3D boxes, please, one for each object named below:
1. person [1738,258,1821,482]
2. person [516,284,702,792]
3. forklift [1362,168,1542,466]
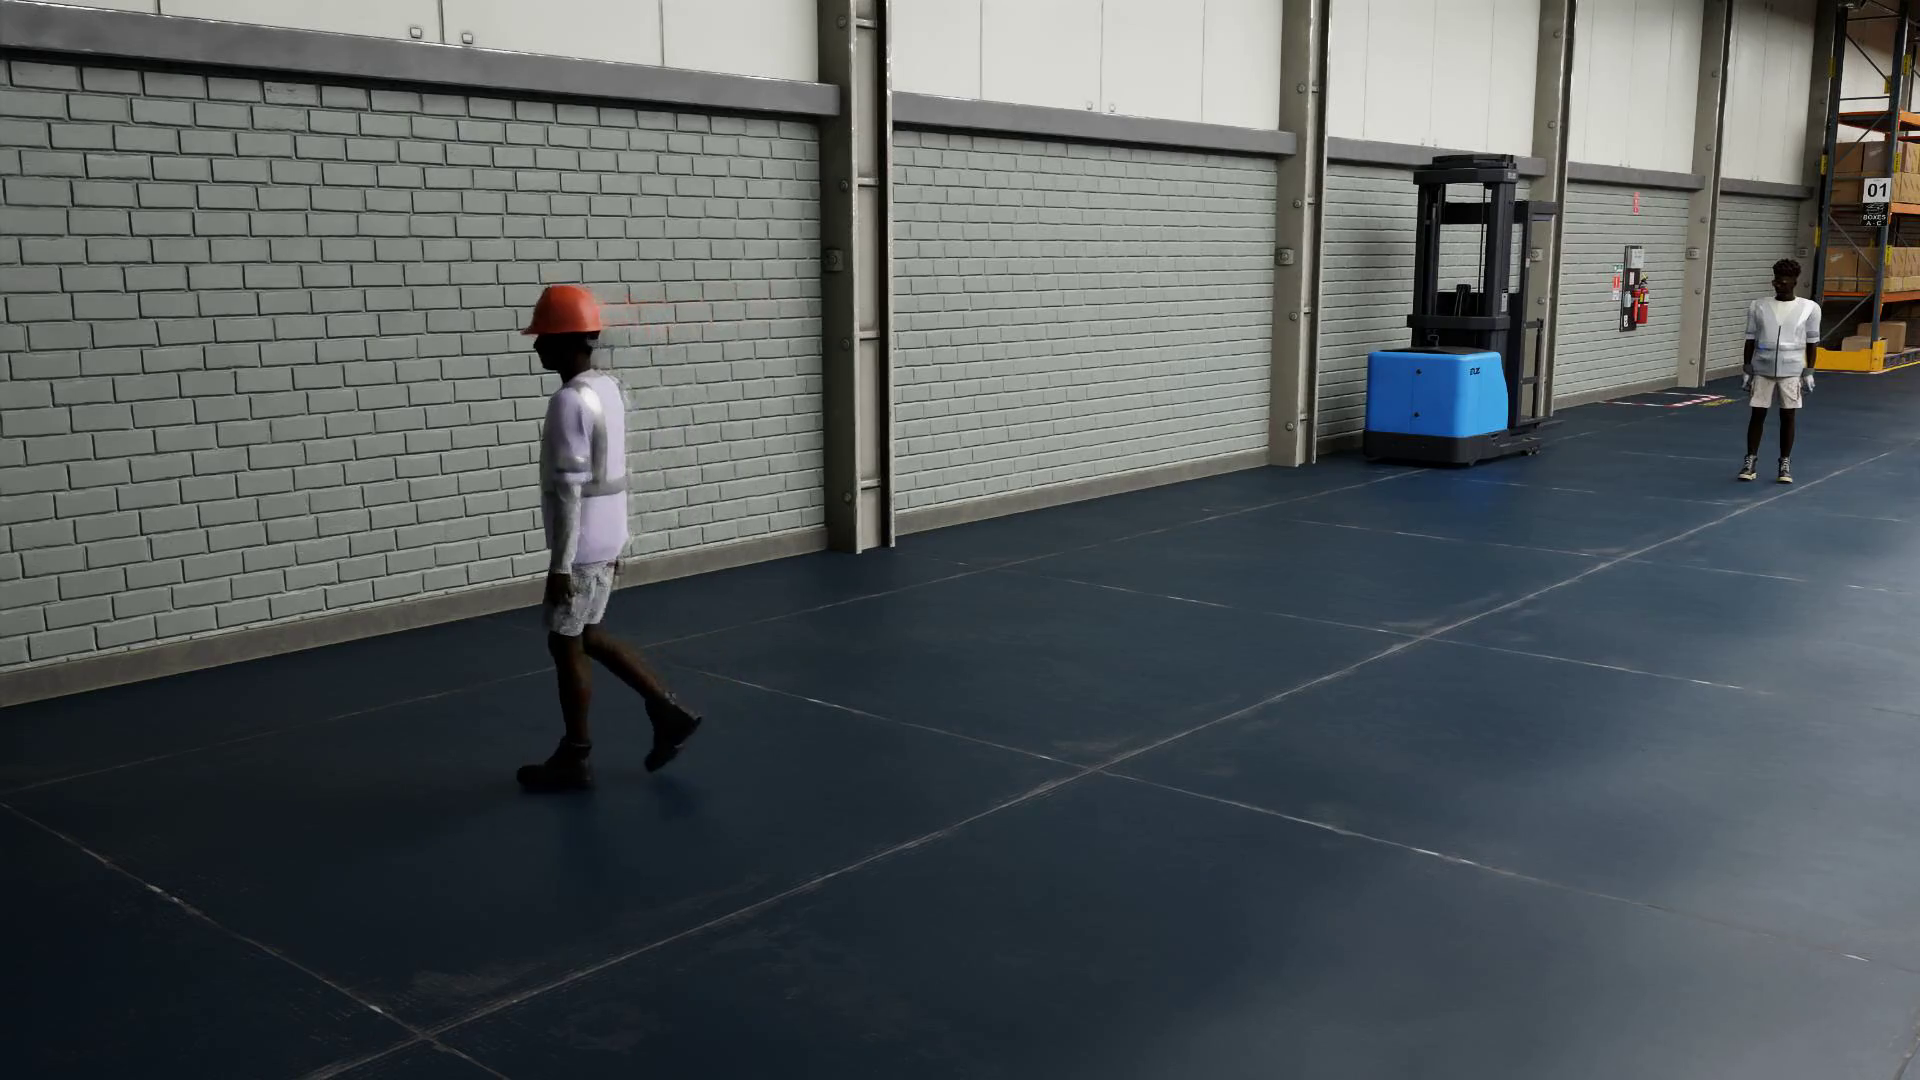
[{"bbox_3d":[7.231,-1.496,14.701,0.601,1.961,0.372,6,12,31],"label":"person"},{"bbox_3d":[-1.384,0.002,6.296,0.568,1.929,0.550,0,10,3],"label":"person"},{"bbox_3d":[4.875,-2.212,16.287,1.129,2.768,1.873,8,13,40],"label":"forklift"}]
